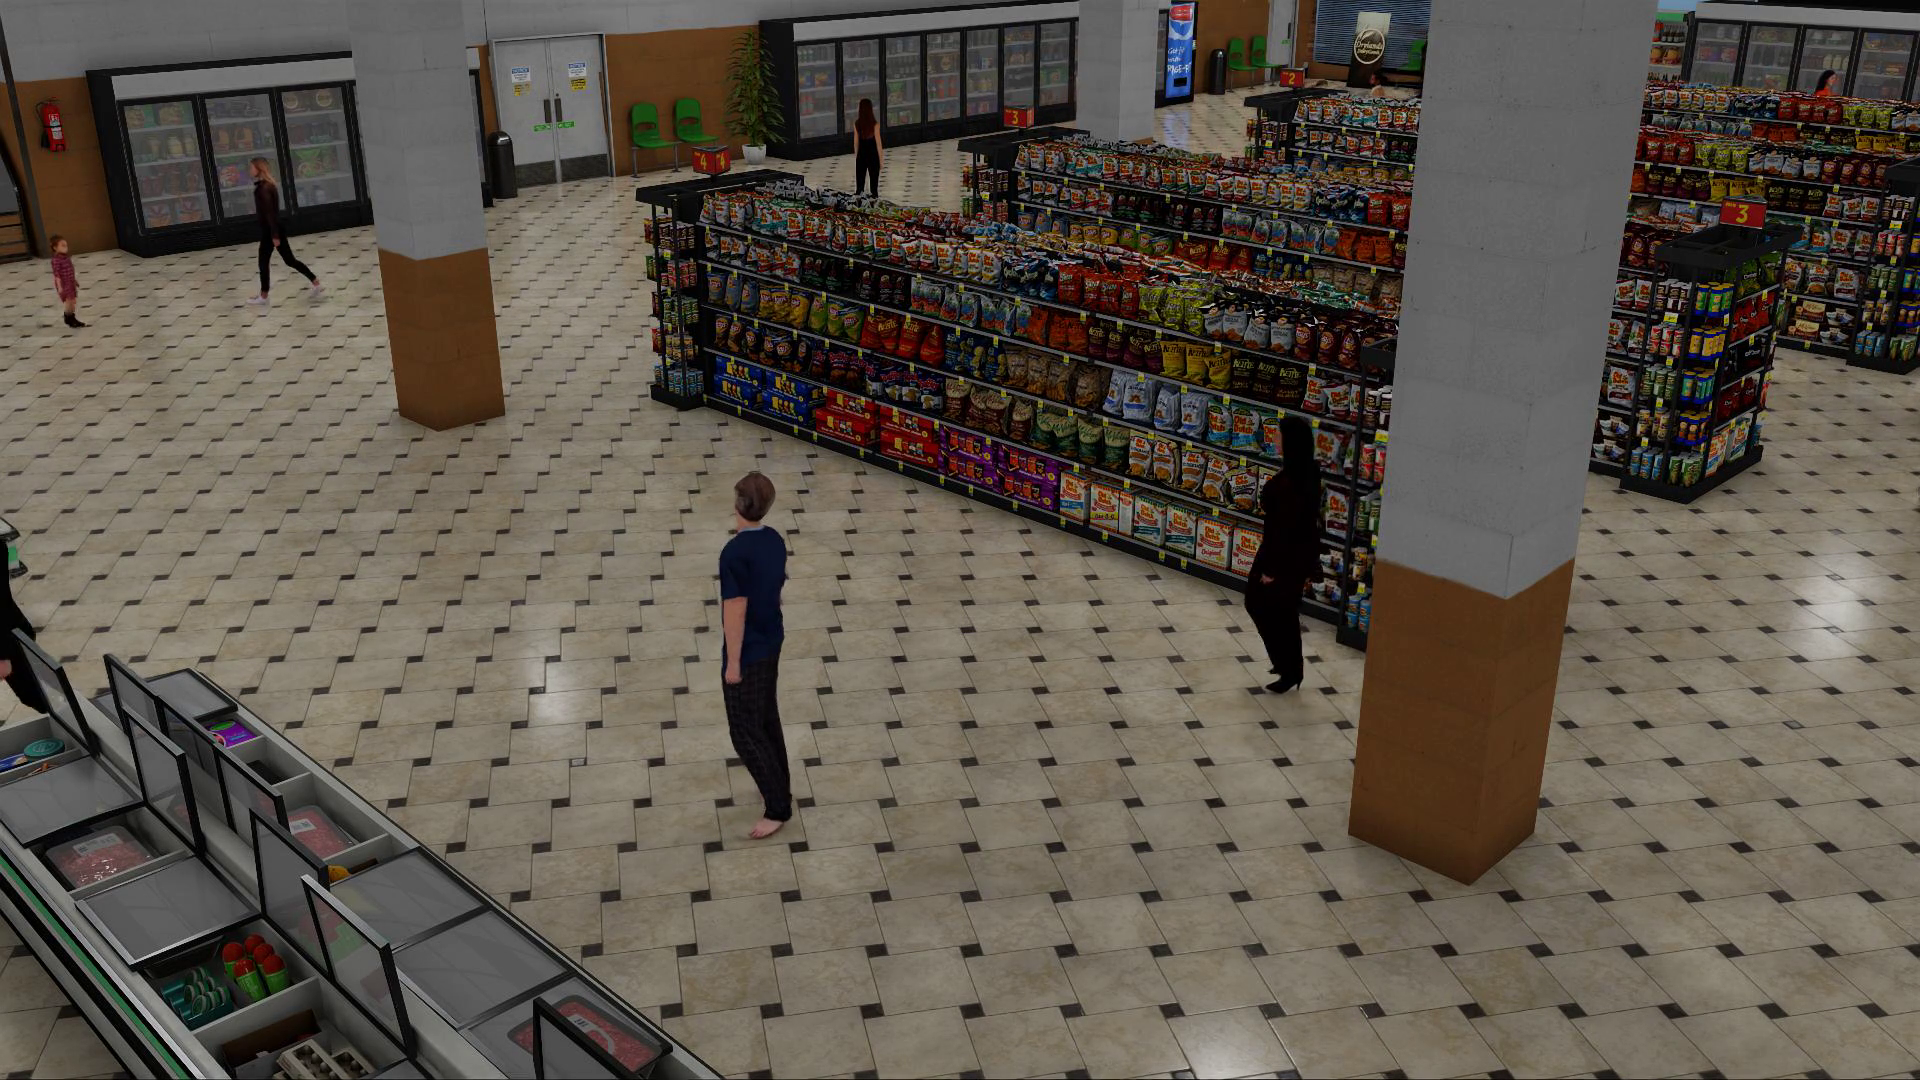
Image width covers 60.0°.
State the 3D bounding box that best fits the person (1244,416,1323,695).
[{"bbox_3d":[2.052,0.112,9.902,0.828,1.742,0.801,6,23,15],"label":"person"}]

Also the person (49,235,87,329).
[{"bbox_3d":[-9.815,-2.825,18.183,0.550,1.018,0.491,1,22,2],"label":"person"}]

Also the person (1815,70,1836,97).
[{"bbox_3d":[13.826,-6.690,26.823,0.600,1.749,0.652,15,26,33],"label":"person"}]

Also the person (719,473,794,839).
[{"bbox_3d":[-1.041,0.595,8.573,0.806,1.838,0.854,4,22,10],"label":"person"}]

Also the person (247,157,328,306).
[{"bbox_3d":[-7.748,-3.509,19.011,1.057,1.670,1.143,-5,22,-13],"label":"person"}]

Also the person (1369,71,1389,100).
[{"bbox_3d":[6.677,-6.583,26.559,0.921,1.747,0.853,6,23,15],"label":"person"}]

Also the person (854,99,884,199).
[{"bbox_3d":[-1.318,-5.381,23.594,0.572,1.726,0.700,8,23,20],"label":"person"}]
